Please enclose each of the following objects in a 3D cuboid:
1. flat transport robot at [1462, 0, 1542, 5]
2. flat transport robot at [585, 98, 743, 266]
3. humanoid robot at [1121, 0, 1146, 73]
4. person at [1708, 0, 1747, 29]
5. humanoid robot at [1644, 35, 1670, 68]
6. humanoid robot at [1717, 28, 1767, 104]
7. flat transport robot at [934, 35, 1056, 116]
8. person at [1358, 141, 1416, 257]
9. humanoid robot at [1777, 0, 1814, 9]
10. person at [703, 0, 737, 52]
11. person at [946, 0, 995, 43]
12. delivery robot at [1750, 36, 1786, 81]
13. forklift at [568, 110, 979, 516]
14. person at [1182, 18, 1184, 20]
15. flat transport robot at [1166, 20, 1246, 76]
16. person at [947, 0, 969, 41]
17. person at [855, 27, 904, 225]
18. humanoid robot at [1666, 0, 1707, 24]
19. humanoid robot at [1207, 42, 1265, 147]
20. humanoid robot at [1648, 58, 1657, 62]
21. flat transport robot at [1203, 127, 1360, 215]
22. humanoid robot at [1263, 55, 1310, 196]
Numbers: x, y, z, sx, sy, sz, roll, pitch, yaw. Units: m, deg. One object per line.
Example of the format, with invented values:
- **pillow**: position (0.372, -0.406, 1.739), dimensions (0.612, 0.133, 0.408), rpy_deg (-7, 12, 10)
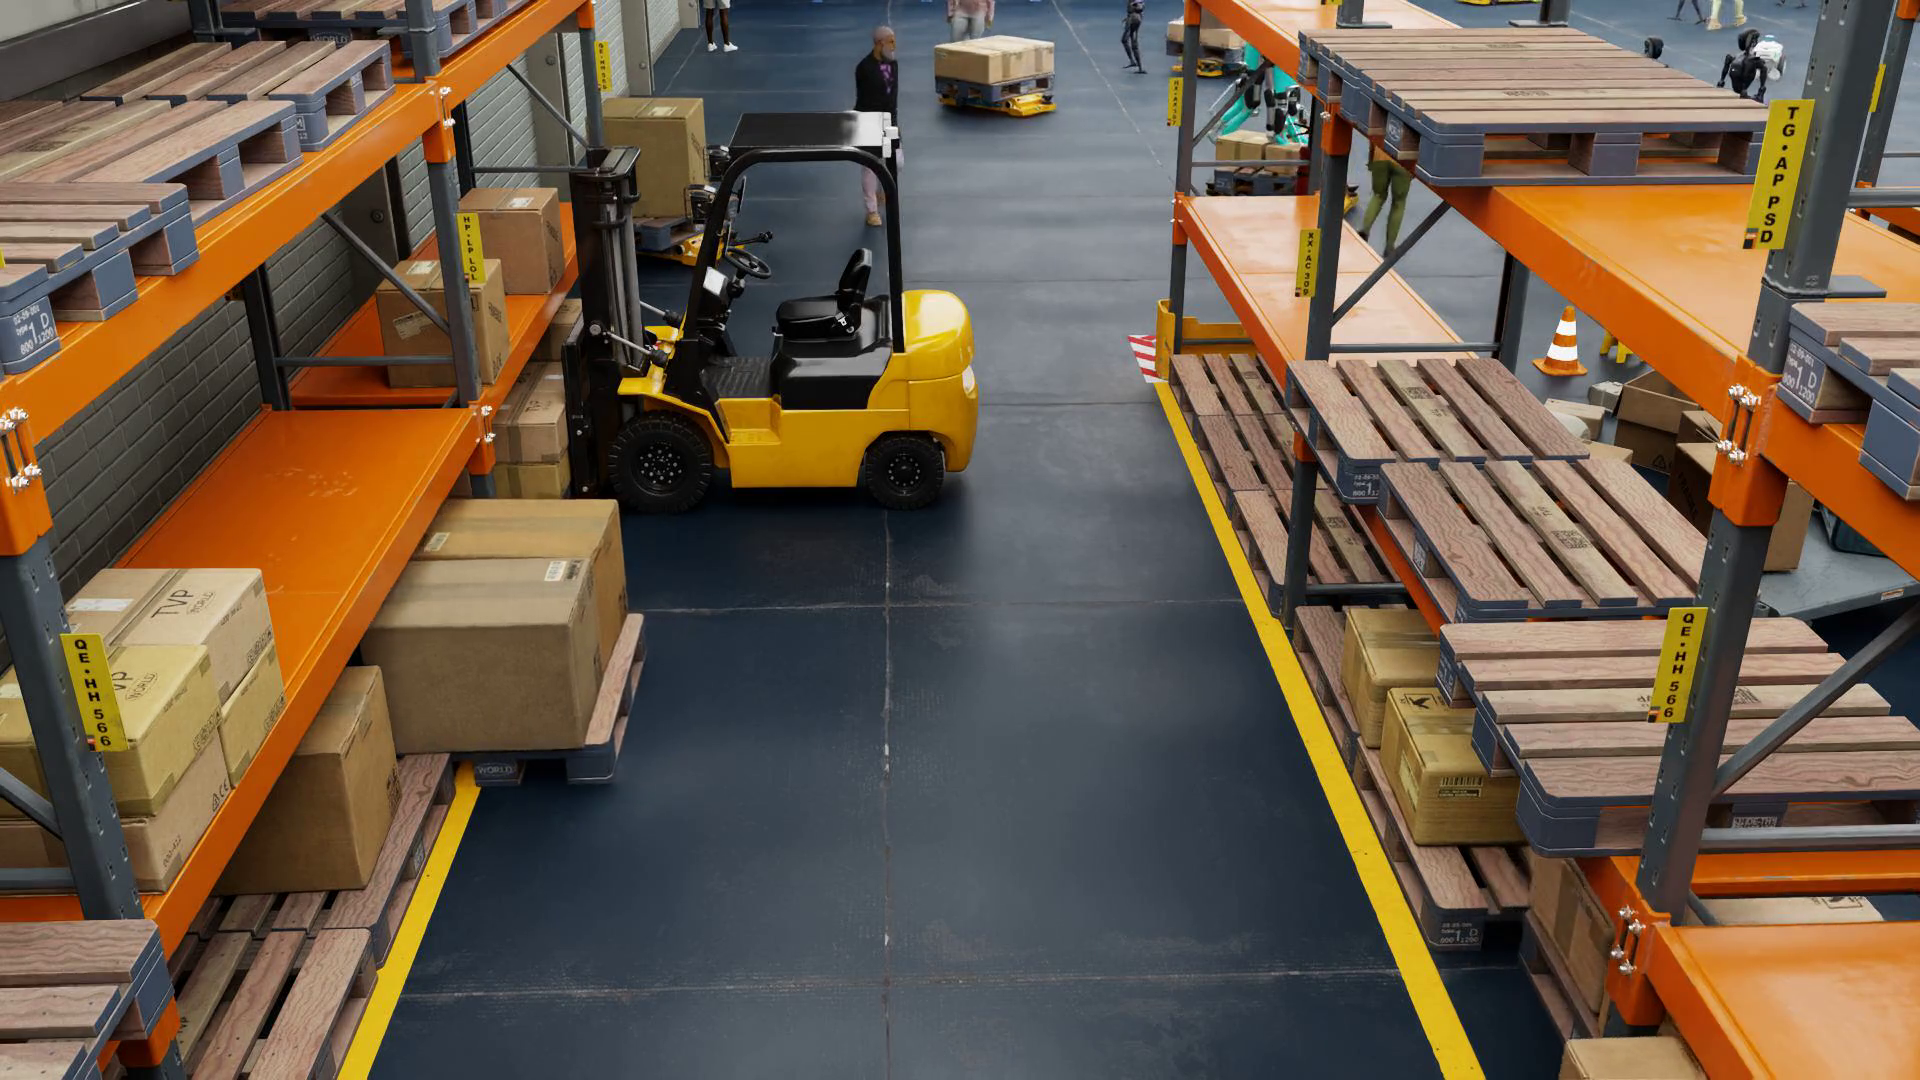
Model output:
- **flat transport robot**: position (9.829, -9.916, 30.303), dimensions (1.431, 0.231, 0.659), rpy_deg (-8, 26, -16)
- **flat transport robot**: position (-2.746, -2.729, 15.082), dimensions (1.431, 0.231, 0.659), rpy_deg (12, 28, 24)
- **humanoid robot**: position (2.445, -7.392, 23.324), dimensions (0.429, 1.640, 0.610), rpy_deg (4, 26, 8)
- **person**: position (12.699, -9.330, 27.224), dimensions (0.994, 1.836, 0.553), rpy_deg (-19, 31, -35)
- **humanoid robot**: position (6.691, -4.135, 16.410), dimensions (0.584, 1.643, 0.343), rpy_deg (-7, 26, -15)
- **humanoid robot**: position (7.877, -4.343, 16.889), dimensions (0.744, 1.633, 0.603), rpy_deg (-12, 28, -24)
- **flat transport robot**: position (0.465, -5.620, 21.205), dimensions (1.431, 0.231, 0.659), rpy_deg (22, 33, 38)
- **person**: position (3.810, -3.337, 14.688), dimensions (0.481, 1.697, 0.557), rpy_deg (18, 31, 34)
- **humanoid robot**: position (14.930, -10.253, 29.425), dimensions (0.600, 1.637, 0.687), rpy_deg (-23, 34, -39)
- **person**: position (-3.681, -8.349, 25.076), dimensions (0.543, 1.899, 0.377), rpy_deg (7, 26, 15)
- **person**: position (0.161, -7.055, 22.330), dimensions (0.681, 1.912, 0.461), rpy_deg (7, 26, 14)
- **delivery robot**: position (11.268, -6.734, 23.222), dimensions (0.525, 0.587, 0.749), rpy_deg (14, 29, 27)
- **forklift**: position (-1.043, -1.379, 9.976), dimensions (2.313, 2.155, 1.214), rpy_deg (-1, 25, -2)
- **person**: position (3.663, -8.501, 25.501), dimensions (0.898, 1.808, 0.557), rpy_deg (-1, 25, -3)
- **flat transport robot**: position (3.725, -6.818, 23.743), dimensions (0.659, 0.231, 1.431), rpy_deg (23, 34, 40)
- **person**: position (0.064, -7.987, 24.500), dimensions (0.591, 1.730, 0.433), rpy_deg (10, 27, 20)
- **person**: position (-0.764, -3.910, 15.745), dimensions (0.540, 1.839, 0.442), rpy_deg (-15, 29, -29)
- **humanoid robot**: position (12.262, -9.465, 27.734), dimensions (0.636, 1.646, 0.606), rpy_deg (7, 26, 14)
- **humanoid robot**: position (2.848, -4.608, 17.335), dimensions (0.684, 1.791, 0.539), rpy_deg (-3, 25, -5)
- **humanoid robot**: position (6.113, -3.584, 15.256), dimensions (0.657, 1.638, 0.602), rpy_deg (17, 30, 32)
- **flat transport robot**: position (3.226, -3.483, 16.680), dimensions (1.431, 0.231, 0.659), rpy_deg (12, 28, 23)
- **humanoid robot**: position (3.314, -4.009, 16.071), dimensions (0.818, 1.763, 0.532), rpy_deg (22, 33, 38)
